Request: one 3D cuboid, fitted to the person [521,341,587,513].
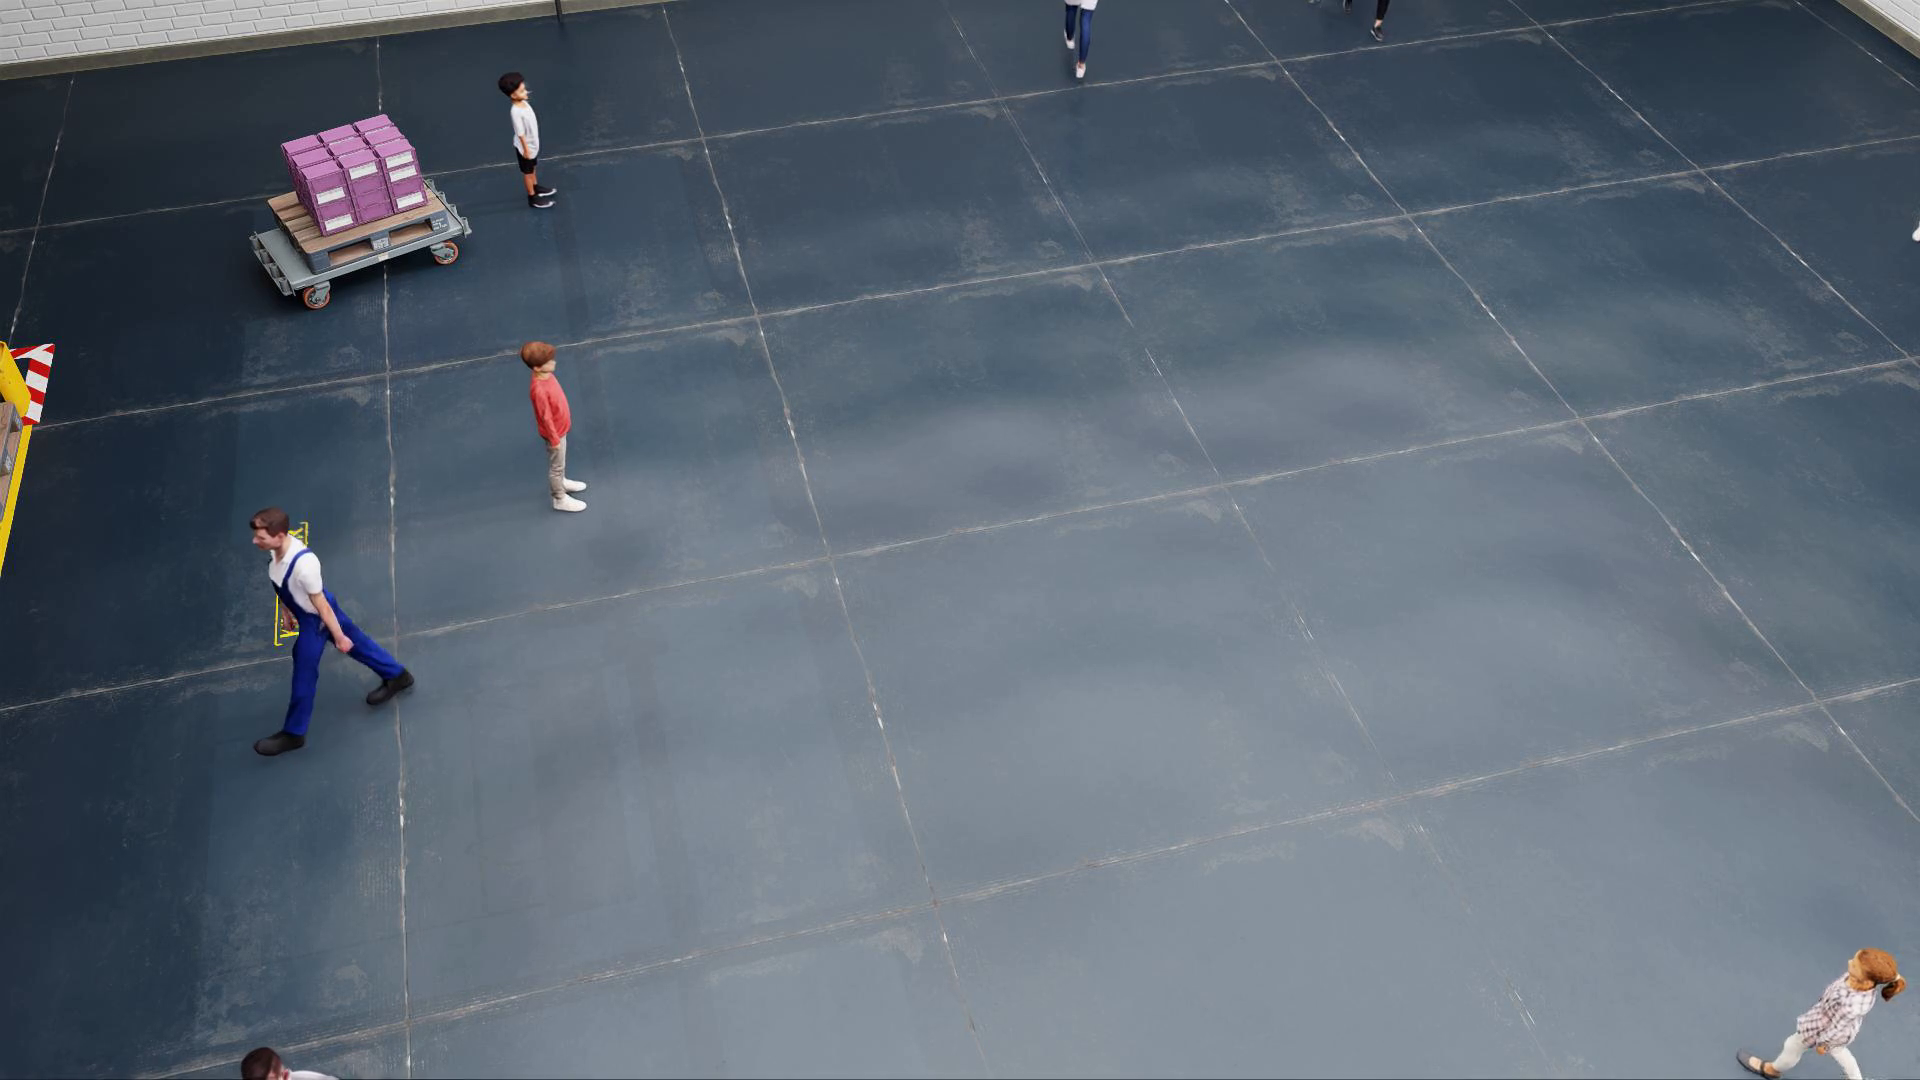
[{"bbox_3d":[-2.896,-0.821,11.791,0.603,1.417,0.435,-5,44,-6],"label":"person"}]

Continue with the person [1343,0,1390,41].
[{"bbox_3d":[4.276,-6.010,17.048,0.636,1.678,0.909,-15,46,-15],"label":"person"}]

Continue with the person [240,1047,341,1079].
[{"bbox_3d":[-2.979,2.855,7.627,0.697,1.838,0.583,-14,45,-14],"label":"person"}]

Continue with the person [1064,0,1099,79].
[{"bbox_3d":[1.206,-5.418,16.388,0.838,1.730,1.164,1,44,1],"label":"person"}]

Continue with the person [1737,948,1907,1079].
[{"bbox_3d":[4.490,2.473,8.421,0.959,1.296,0.811,31,52,28],"label":"person"}]

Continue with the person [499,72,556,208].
[{"bbox_3d":[-3.872,-3.575,14.794,0.591,1.261,0.489,-2,44,-2],"label":"person"}]

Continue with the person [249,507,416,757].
[{"bbox_3d":[-3.851,0.459,10.173,1.077,1.795,1.302,-29,51,-27],"label":"person"}]
